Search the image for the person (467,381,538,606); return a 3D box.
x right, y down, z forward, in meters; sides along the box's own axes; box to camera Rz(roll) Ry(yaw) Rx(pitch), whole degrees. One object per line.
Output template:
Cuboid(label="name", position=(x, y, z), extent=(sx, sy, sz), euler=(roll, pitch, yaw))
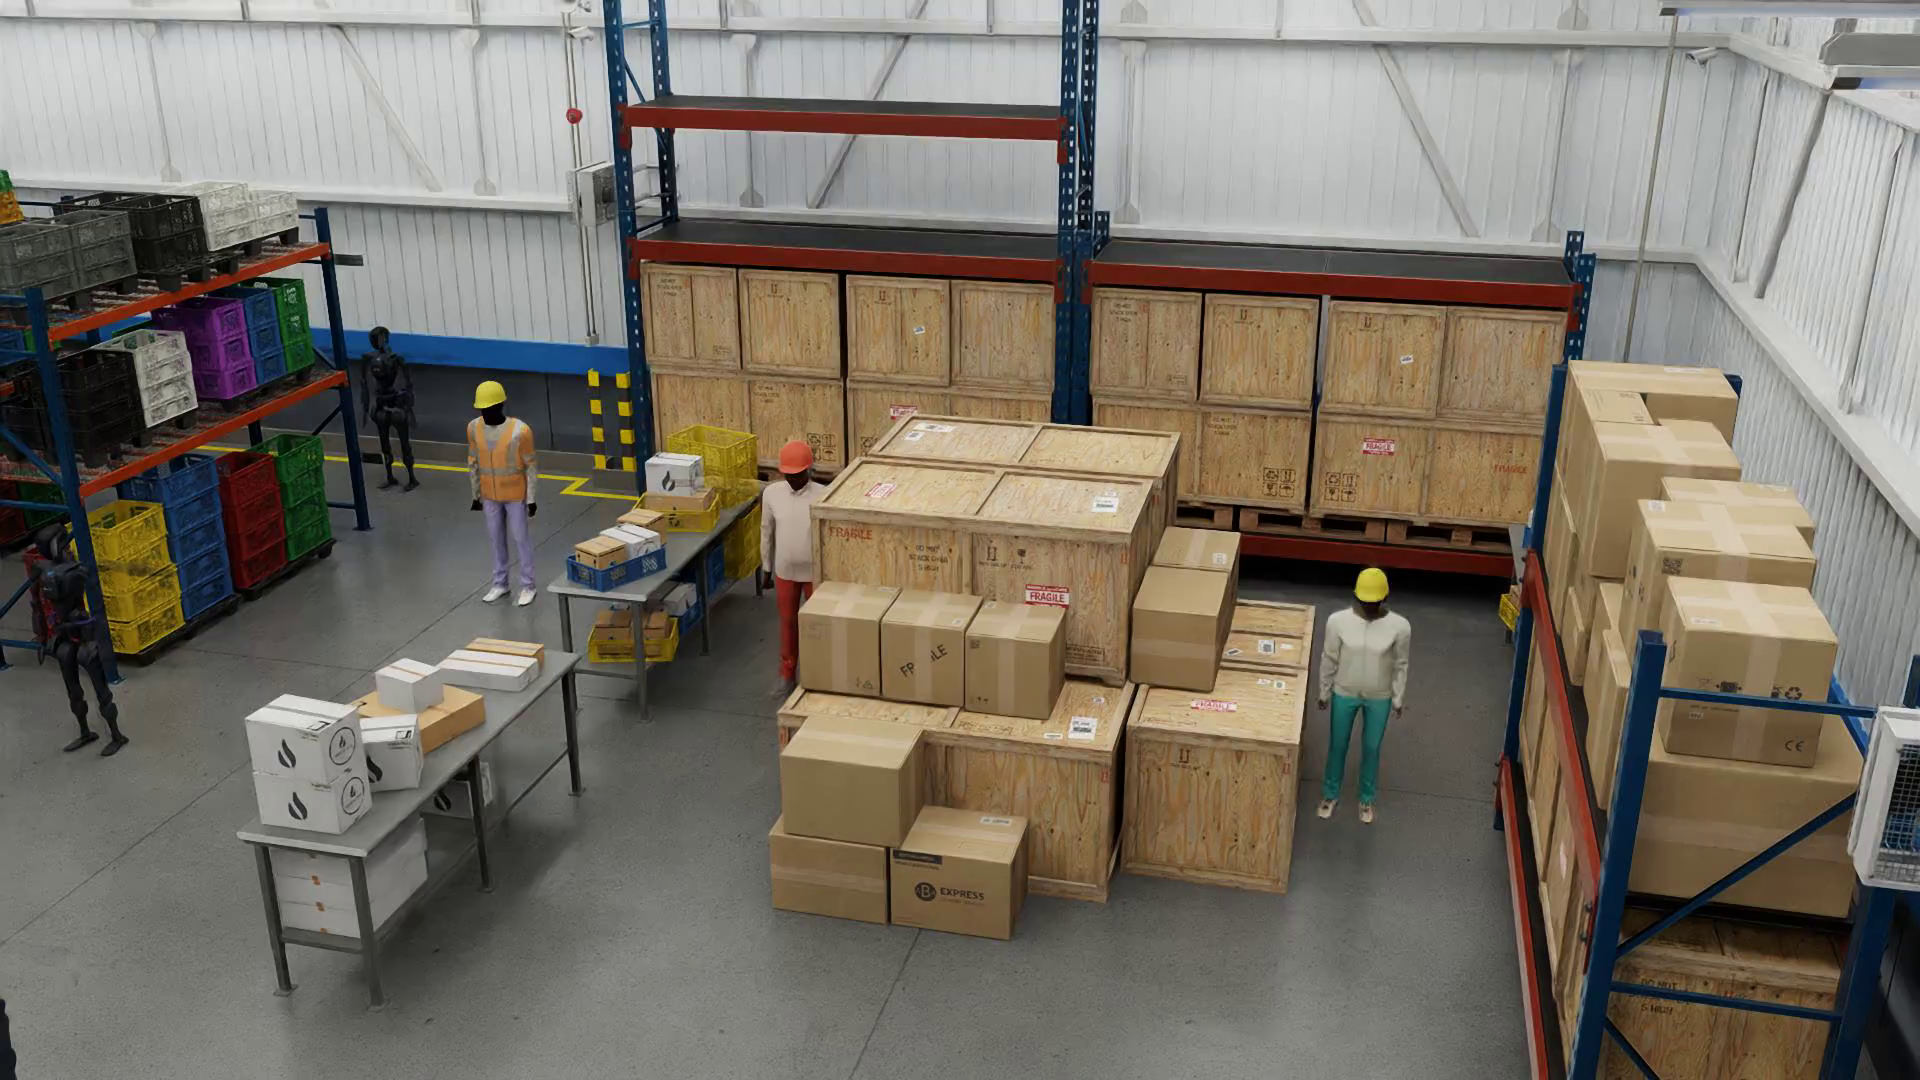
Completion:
Cuboid(label="person", position=(-3.776, -0.385, 13.732), extent=(0.592, 1.924, 0.379), euler=(5, 21, 13))

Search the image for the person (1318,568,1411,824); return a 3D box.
Cuboid(label="person", position=(2.510, 0.982, 10.411), extent=(0.536, 1.753, 0.401), euler=(5, 21, 12))

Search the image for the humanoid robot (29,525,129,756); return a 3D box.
Cuboid(label="humanoid robot", position=(-5.999, 0.679, 11.279), extent=(0.610, 1.656, 0.315), euler=(5, 21, 13))

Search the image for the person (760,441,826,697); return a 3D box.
Cuboid(label="person", position=(-1.153, 0.224, 12.047), extent=(0.621, 1.989, 0.399), euler=(5, 21, 13))

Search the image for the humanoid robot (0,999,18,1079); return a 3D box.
Cuboid(label="humanoid robot", position=(-4.363, 2.217, 7.256), extent=(0.610, 1.656, 0.315), euler=(5, 21, 13))

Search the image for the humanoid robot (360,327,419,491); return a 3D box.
Cuboid(label="humanoid robot", position=(-5.641, -1.299, 16.454), extent=(0.610, 1.657, 0.315), euler=(5, 21, 13))
